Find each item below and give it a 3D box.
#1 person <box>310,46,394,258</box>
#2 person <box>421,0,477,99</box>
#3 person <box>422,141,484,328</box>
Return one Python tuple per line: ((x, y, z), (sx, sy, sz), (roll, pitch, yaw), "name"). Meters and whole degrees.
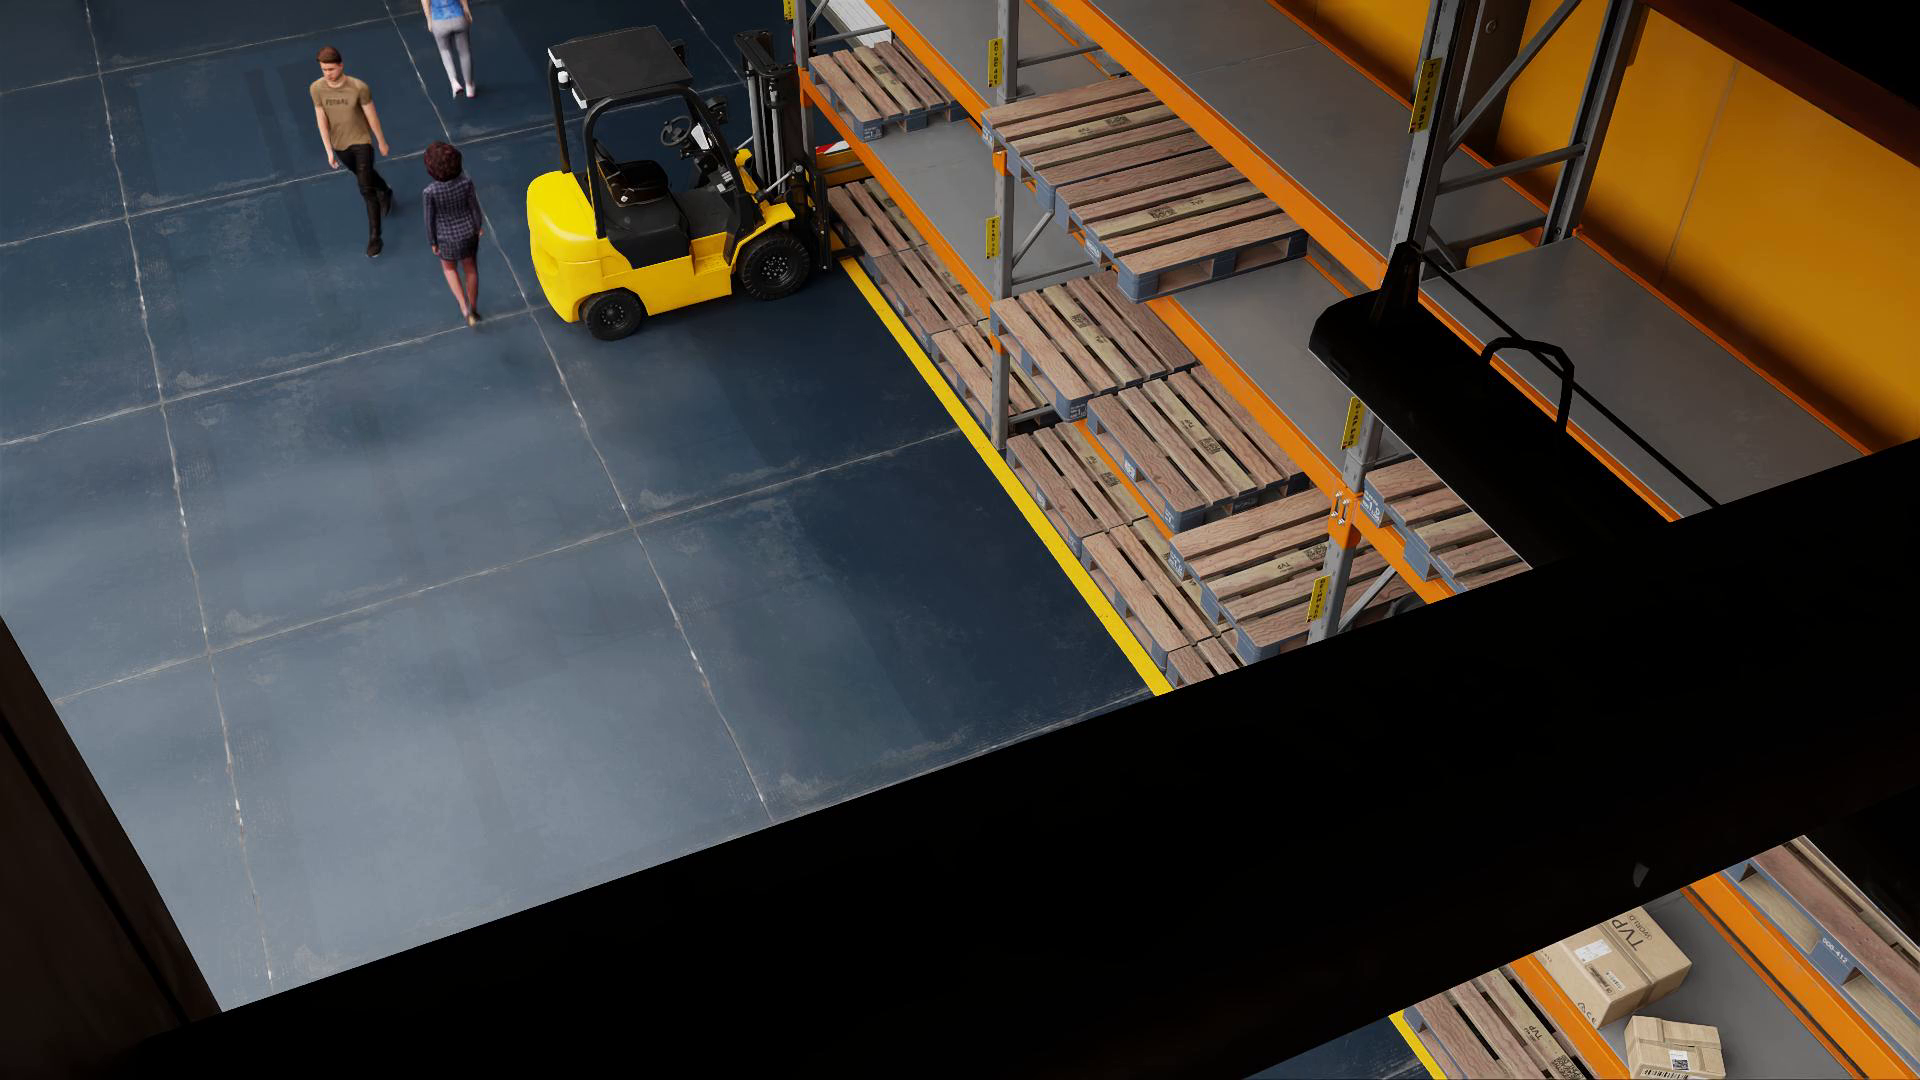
((-5.279, -3.502, 14.554), (1.071, 1.805, 1.348), (1, 44, 1), "person")
((-5.017, -5.052, 16.332), (0.645, 1.597, 0.738), (-11, 45, -12), "person")
((-4.043, -2.411, 13.492), (0.645, 1.690, 0.684), (-23, 48, -22), "person")
